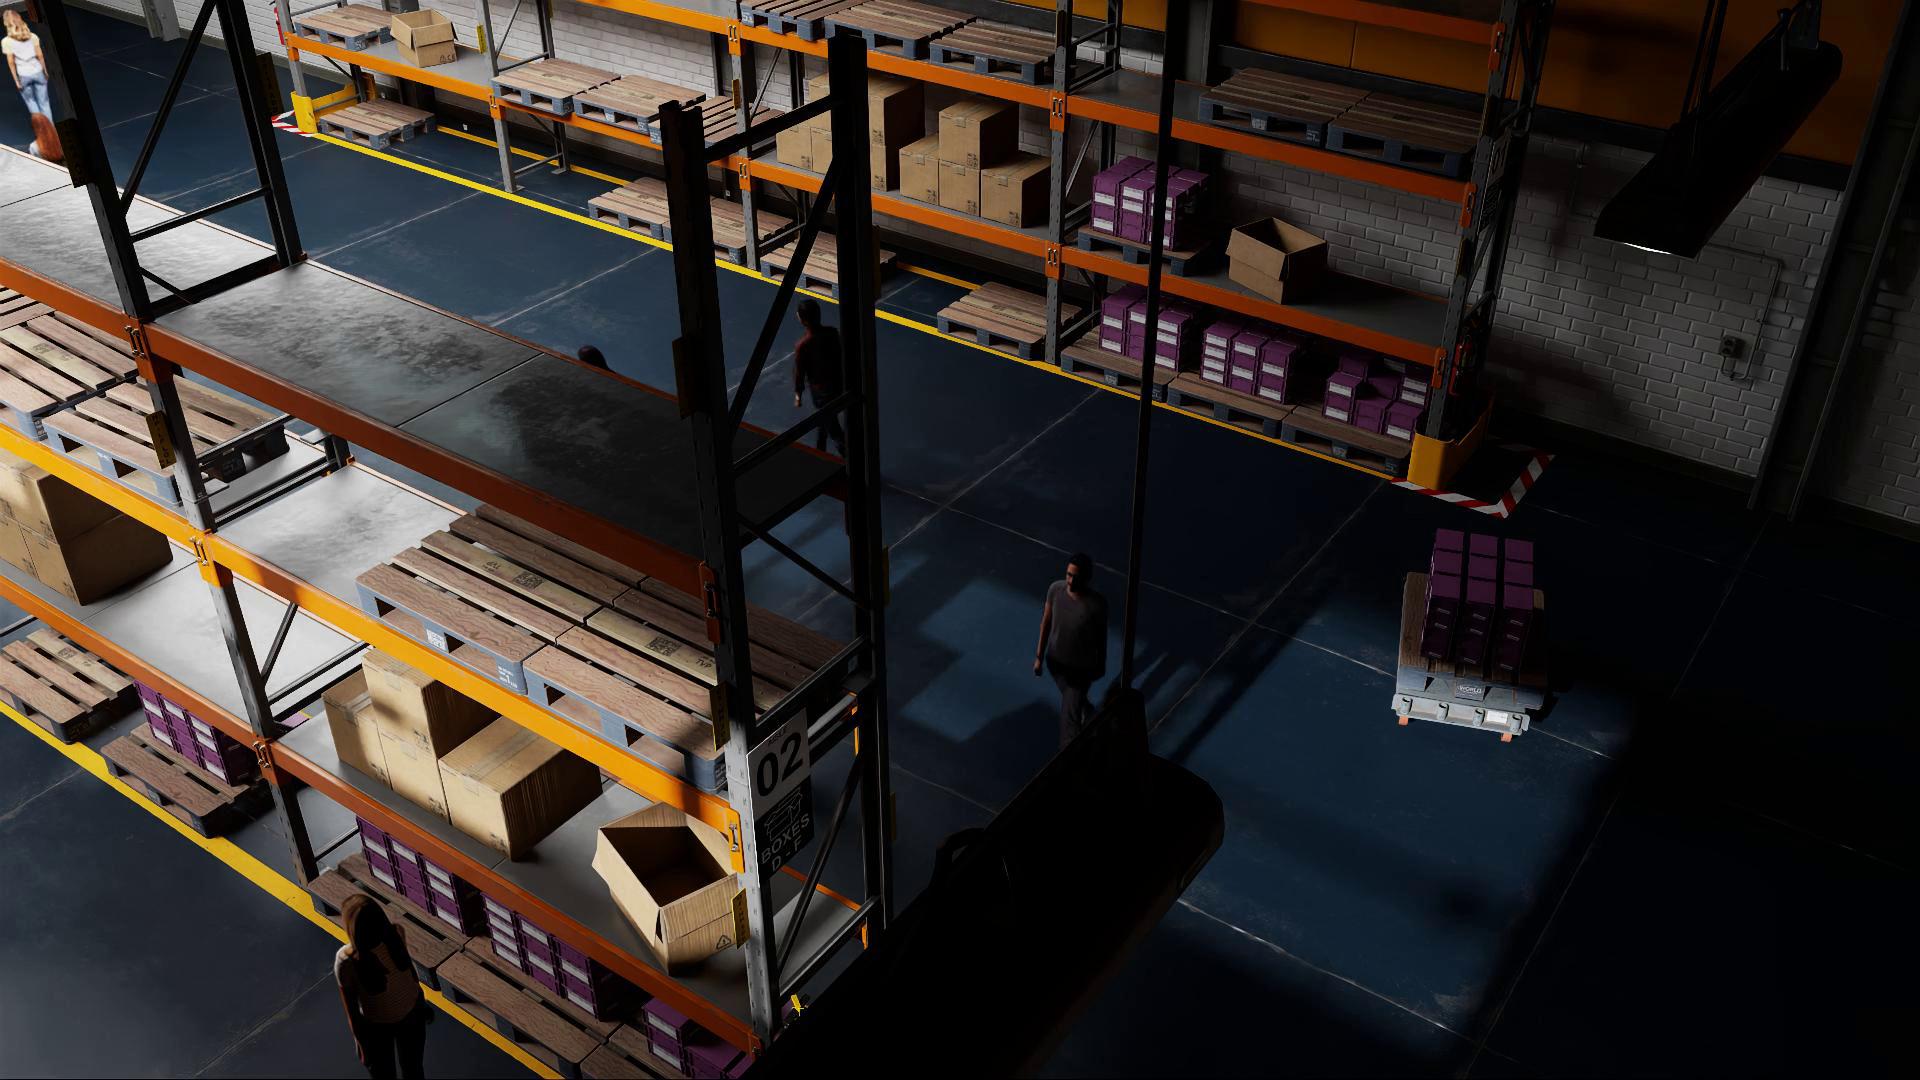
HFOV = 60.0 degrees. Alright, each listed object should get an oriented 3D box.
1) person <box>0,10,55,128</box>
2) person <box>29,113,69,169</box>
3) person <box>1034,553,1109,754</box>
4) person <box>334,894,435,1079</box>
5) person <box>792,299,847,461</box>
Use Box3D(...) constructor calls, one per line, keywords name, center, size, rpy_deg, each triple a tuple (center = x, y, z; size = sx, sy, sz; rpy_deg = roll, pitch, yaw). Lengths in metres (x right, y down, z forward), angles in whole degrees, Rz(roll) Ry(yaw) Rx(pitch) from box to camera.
Box3D(name="person", center=(-12.128, -6.047, 21.782), size=(0.698, 1.711, 0.712), rpy_deg=(-26, 42, -34))
Box3D(name="person", center=(-10.019, -3.914, 18.606), size=(0.955, 1.674, 0.677), rpy_deg=(25, 41, 32))
Box3D(name="person", center=(0.808, 0.779, 11.502), size=(1.079, 1.722, 0.659), rpy_deg=(20, 39, 28))
Box3D(name="person", center=(-3.010, 2.543, 8.755), size=(0.534, 1.826, 0.610), rpy_deg=(19, 38, 26))
Box3D(name="person", center=(-1.109, -1.268, 14.575), size=(0.703, 1.730, 0.956), rpy_deg=(-28, 42, -35))
